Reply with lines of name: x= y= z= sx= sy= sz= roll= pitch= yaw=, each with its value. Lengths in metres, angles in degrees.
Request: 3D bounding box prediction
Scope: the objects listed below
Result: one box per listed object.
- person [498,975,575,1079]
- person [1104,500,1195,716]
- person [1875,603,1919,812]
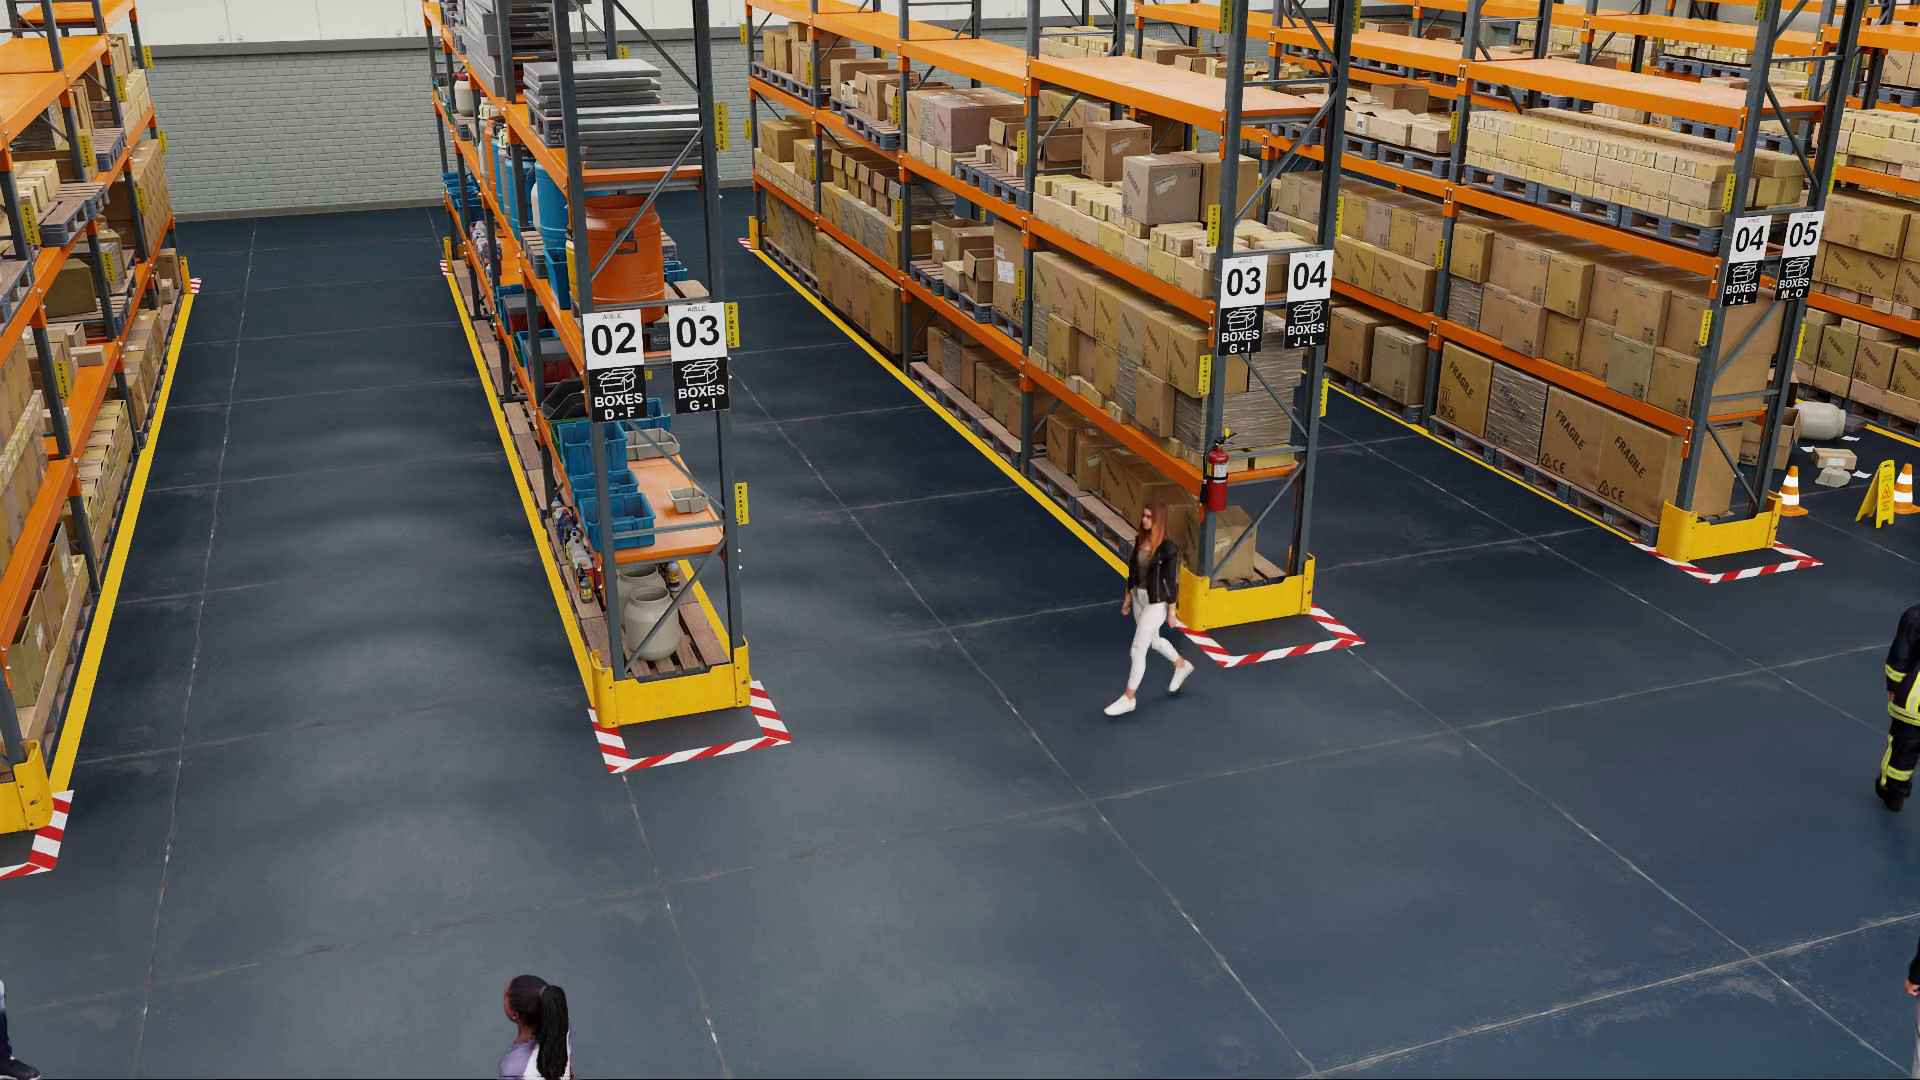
person: x=-1.755 y=2.663 z=7.276 sx=0.821 sy=1.711 sz=0.761 roll=10 pitch=24 yaw=23
person: x=1.507 y=0.487 z=12.649 sx=0.796 sy=1.672 sz=1.091 roll=-12 pitch=25 yaw=-27
person: x=6.499 y=1.019 z=11.037 sx=1.042 sy=1.906 sz=1.147 roll=3 pitch=22 yaw=8
